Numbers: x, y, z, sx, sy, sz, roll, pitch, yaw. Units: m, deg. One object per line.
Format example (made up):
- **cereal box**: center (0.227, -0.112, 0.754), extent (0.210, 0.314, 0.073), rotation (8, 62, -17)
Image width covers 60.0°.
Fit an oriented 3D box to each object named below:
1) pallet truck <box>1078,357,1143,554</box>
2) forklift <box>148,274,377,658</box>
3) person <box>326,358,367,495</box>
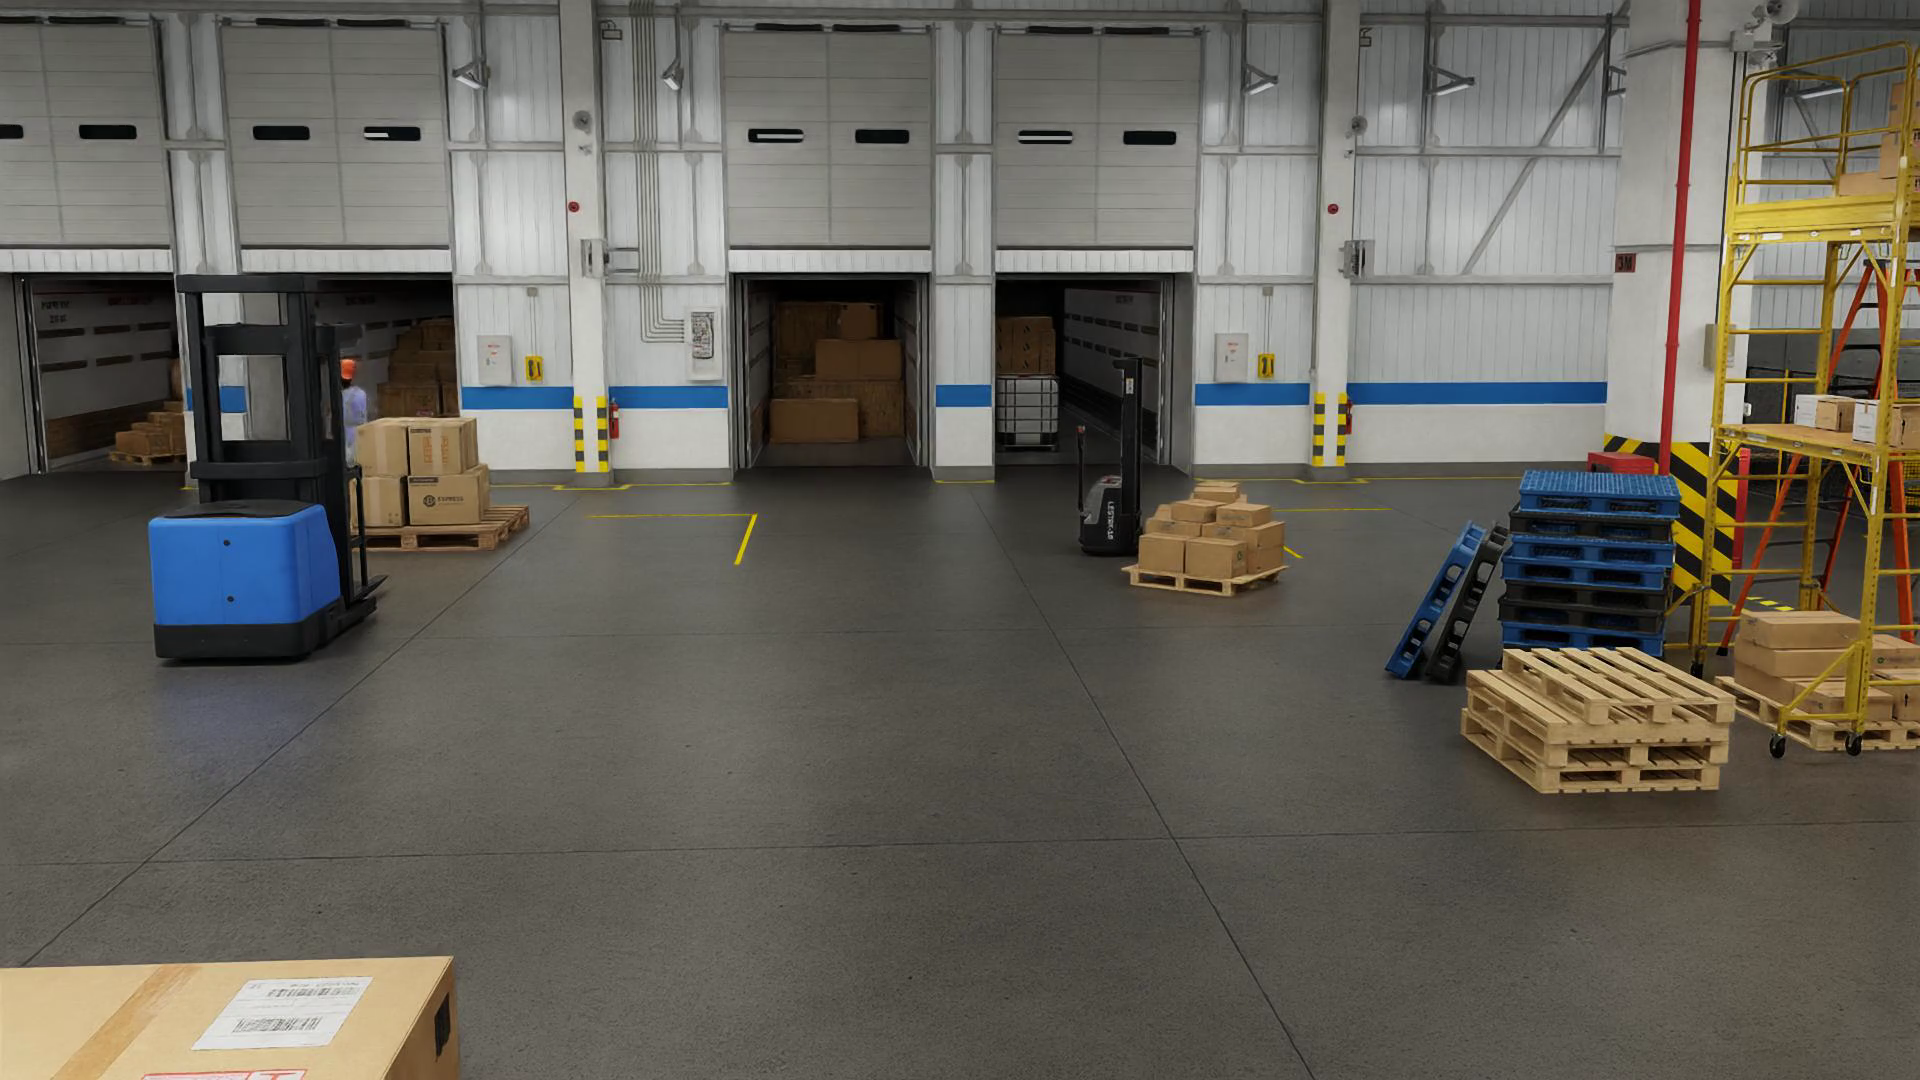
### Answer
- **pallet truck**: center (2.088, -0.836, 16.757), extent (1.885, 1.965, 0.823), rotation (2, 9, 13)
- **forklift**: center (-5.348, -0.627, 12.681), extent (1.129, 2.768, 1.873), rotation (-1, 9, -4)
- **person**: center (-6.979, -1.160, 19.139), extent (0.578, 1.889, 0.798), rotation (6, 11, 33)
